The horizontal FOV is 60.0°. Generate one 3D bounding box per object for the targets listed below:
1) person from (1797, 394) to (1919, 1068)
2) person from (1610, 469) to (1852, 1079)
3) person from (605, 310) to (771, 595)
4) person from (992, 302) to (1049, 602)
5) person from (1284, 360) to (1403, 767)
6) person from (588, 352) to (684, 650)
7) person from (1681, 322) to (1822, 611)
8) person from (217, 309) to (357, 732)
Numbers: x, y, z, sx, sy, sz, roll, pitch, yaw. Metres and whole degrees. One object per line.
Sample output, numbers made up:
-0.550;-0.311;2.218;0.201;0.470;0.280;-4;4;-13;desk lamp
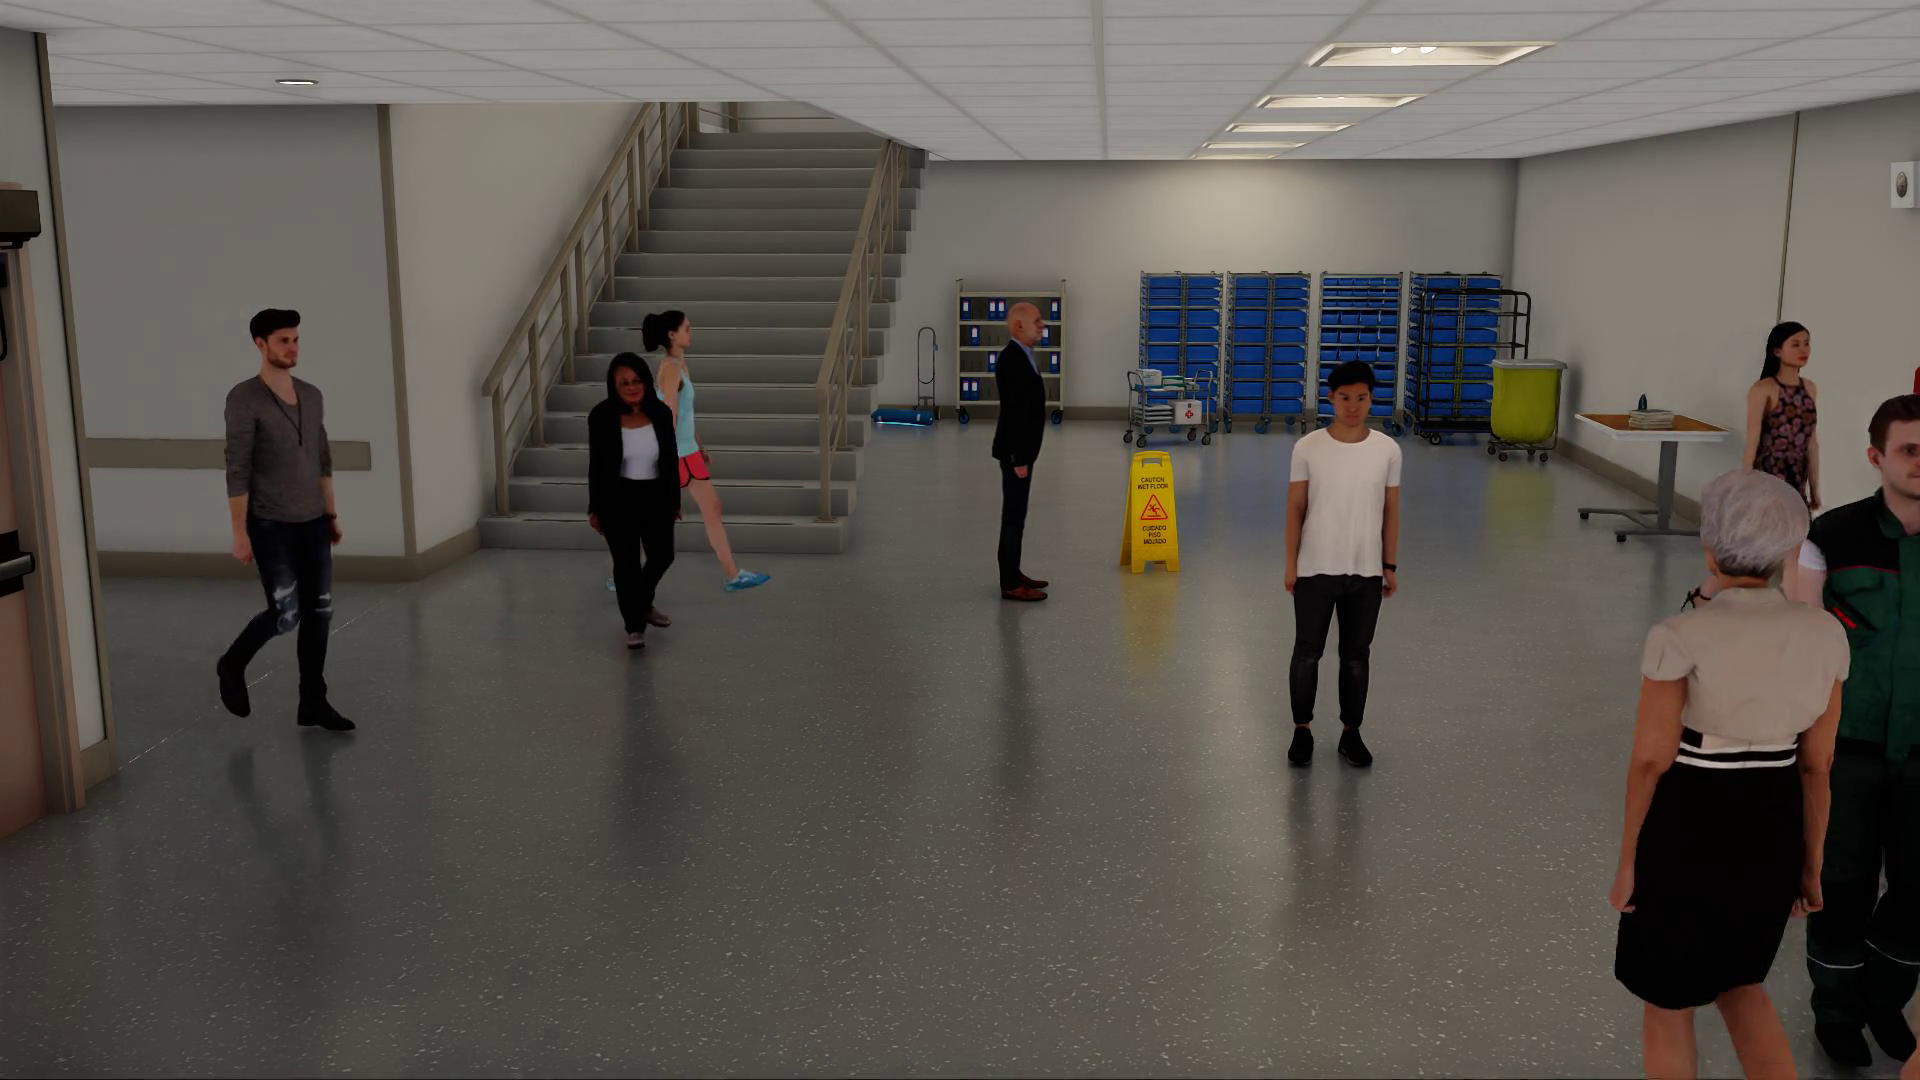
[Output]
2.472;0.510;4.501;0.672;1.834;0.676;2;11;13;person
1.661;0.739;3.546;0.719;1.741;0.898;-1;11;-6;person
-1.793;-0.470;9.983;0.947;1.717;1.213;-3;11;-15;person
0.357;-0.554;10.201;0.717;1.800;0.493;1;11;5;person
1.605;0.090;7.030;0.613;1.717;0.515;1;11;4;person
-1.751;-0.200;8.895;0.917;1.592;0.990;-9;14;-38;person
4.209;-0.240;8.731;0.992;1.731;1.246;-5;12;-23;person
-3.064;-0.073;7.424;0.915;1.890;0.936;5;12;23;person
